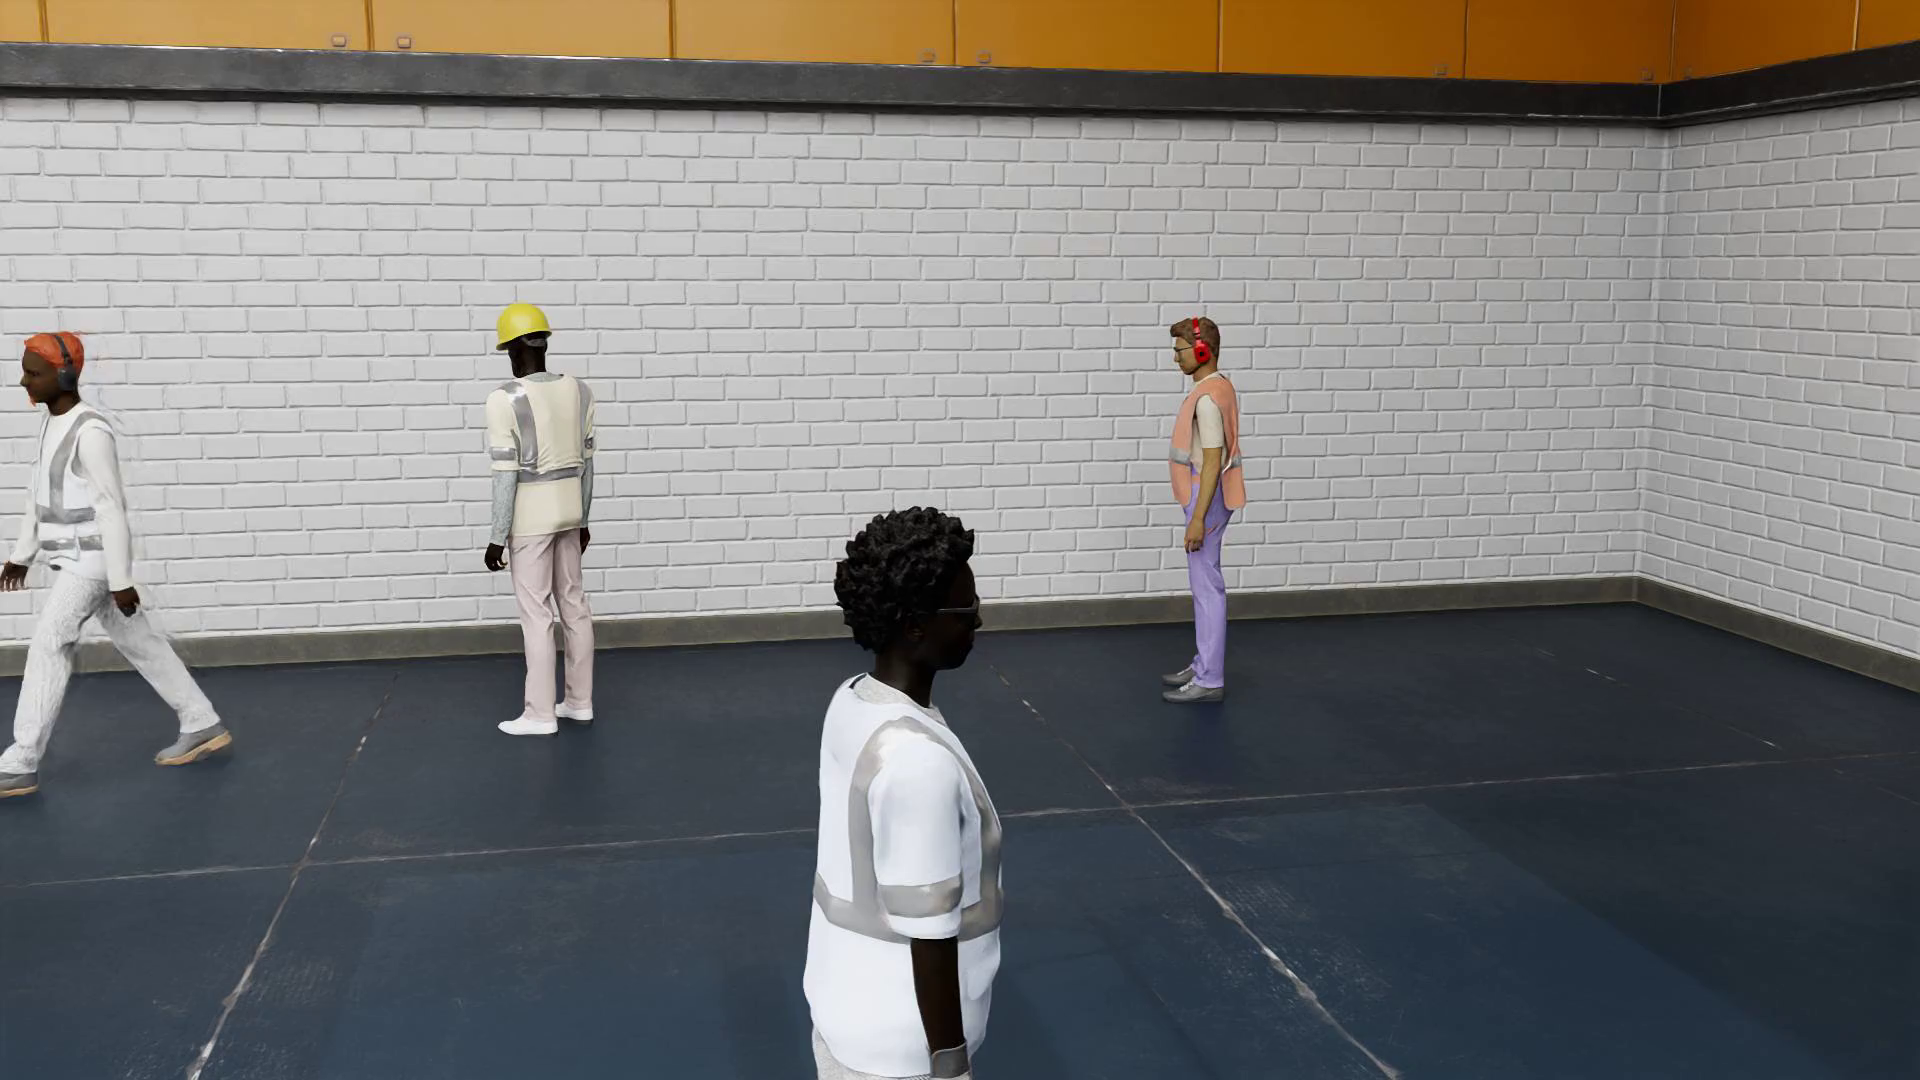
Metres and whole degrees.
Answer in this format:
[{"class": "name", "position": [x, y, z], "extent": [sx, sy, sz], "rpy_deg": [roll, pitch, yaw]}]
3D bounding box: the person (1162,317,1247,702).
[{"class": "person", "position": [1.174, -0.142, 7.960], "extent": [0.390, 1.838, 0.563], "rpy_deg": [1, 9, 9]}]

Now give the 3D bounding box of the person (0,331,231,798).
[{"class": "person", "position": [-3.473, 0.083, 6.647], "extent": [1.028, 1.835, 0.583], "rpy_deg": [-6, 11, -34]}]

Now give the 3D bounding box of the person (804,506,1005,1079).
[{"class": "person", "position": [-0.087, 0.787, 2.730], "extent": [0.318, 1.696, 0.537], "rpy_deg": [-3, 10, -16]}]

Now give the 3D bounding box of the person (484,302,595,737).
[{"class": "person", "position": [-1.868, -0.084, 7.368], "extent": [0.382, 1.917, 0.585], "rpy_deg": [6, 11, 32]}]
